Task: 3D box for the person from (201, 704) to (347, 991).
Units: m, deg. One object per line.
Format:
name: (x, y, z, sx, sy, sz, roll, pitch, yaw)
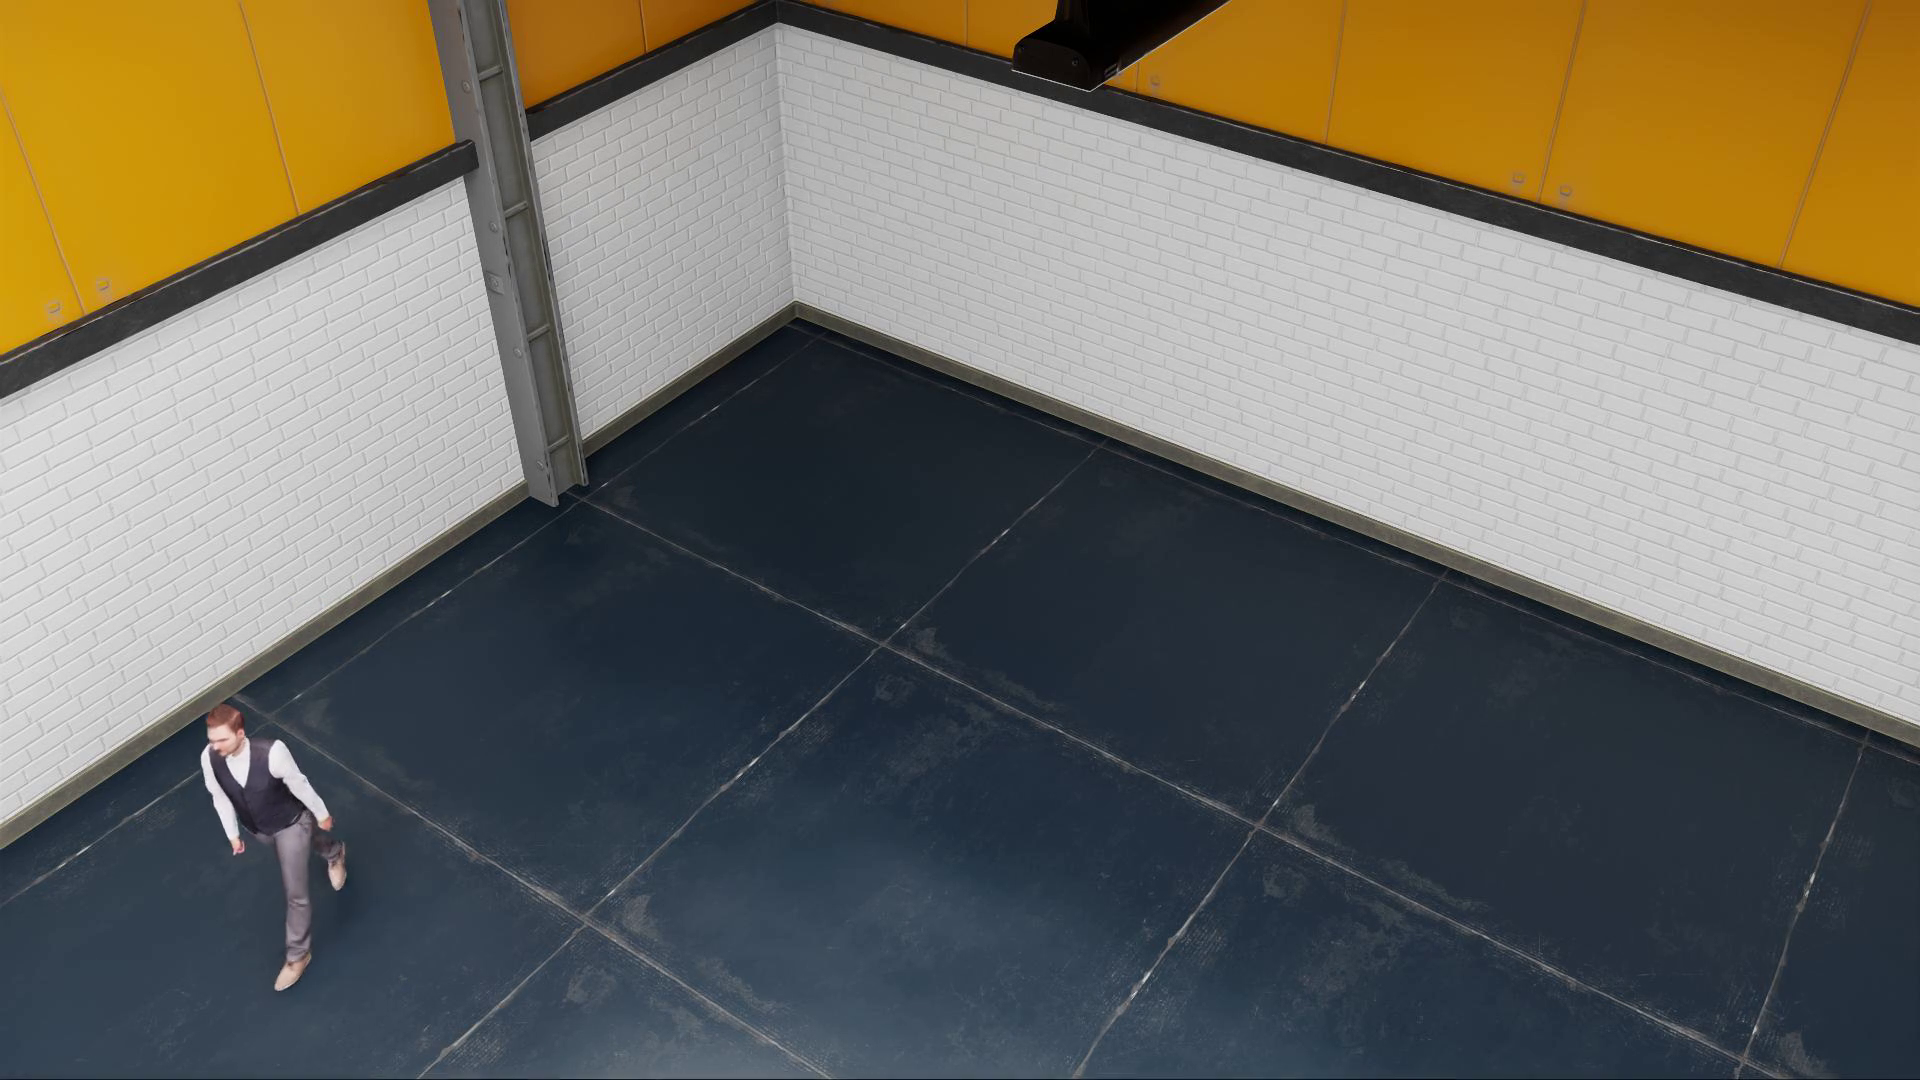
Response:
person: (-3.832, 1.522, 9.450, 1.100, 1.900, 1.382, 4, 39, 5)
